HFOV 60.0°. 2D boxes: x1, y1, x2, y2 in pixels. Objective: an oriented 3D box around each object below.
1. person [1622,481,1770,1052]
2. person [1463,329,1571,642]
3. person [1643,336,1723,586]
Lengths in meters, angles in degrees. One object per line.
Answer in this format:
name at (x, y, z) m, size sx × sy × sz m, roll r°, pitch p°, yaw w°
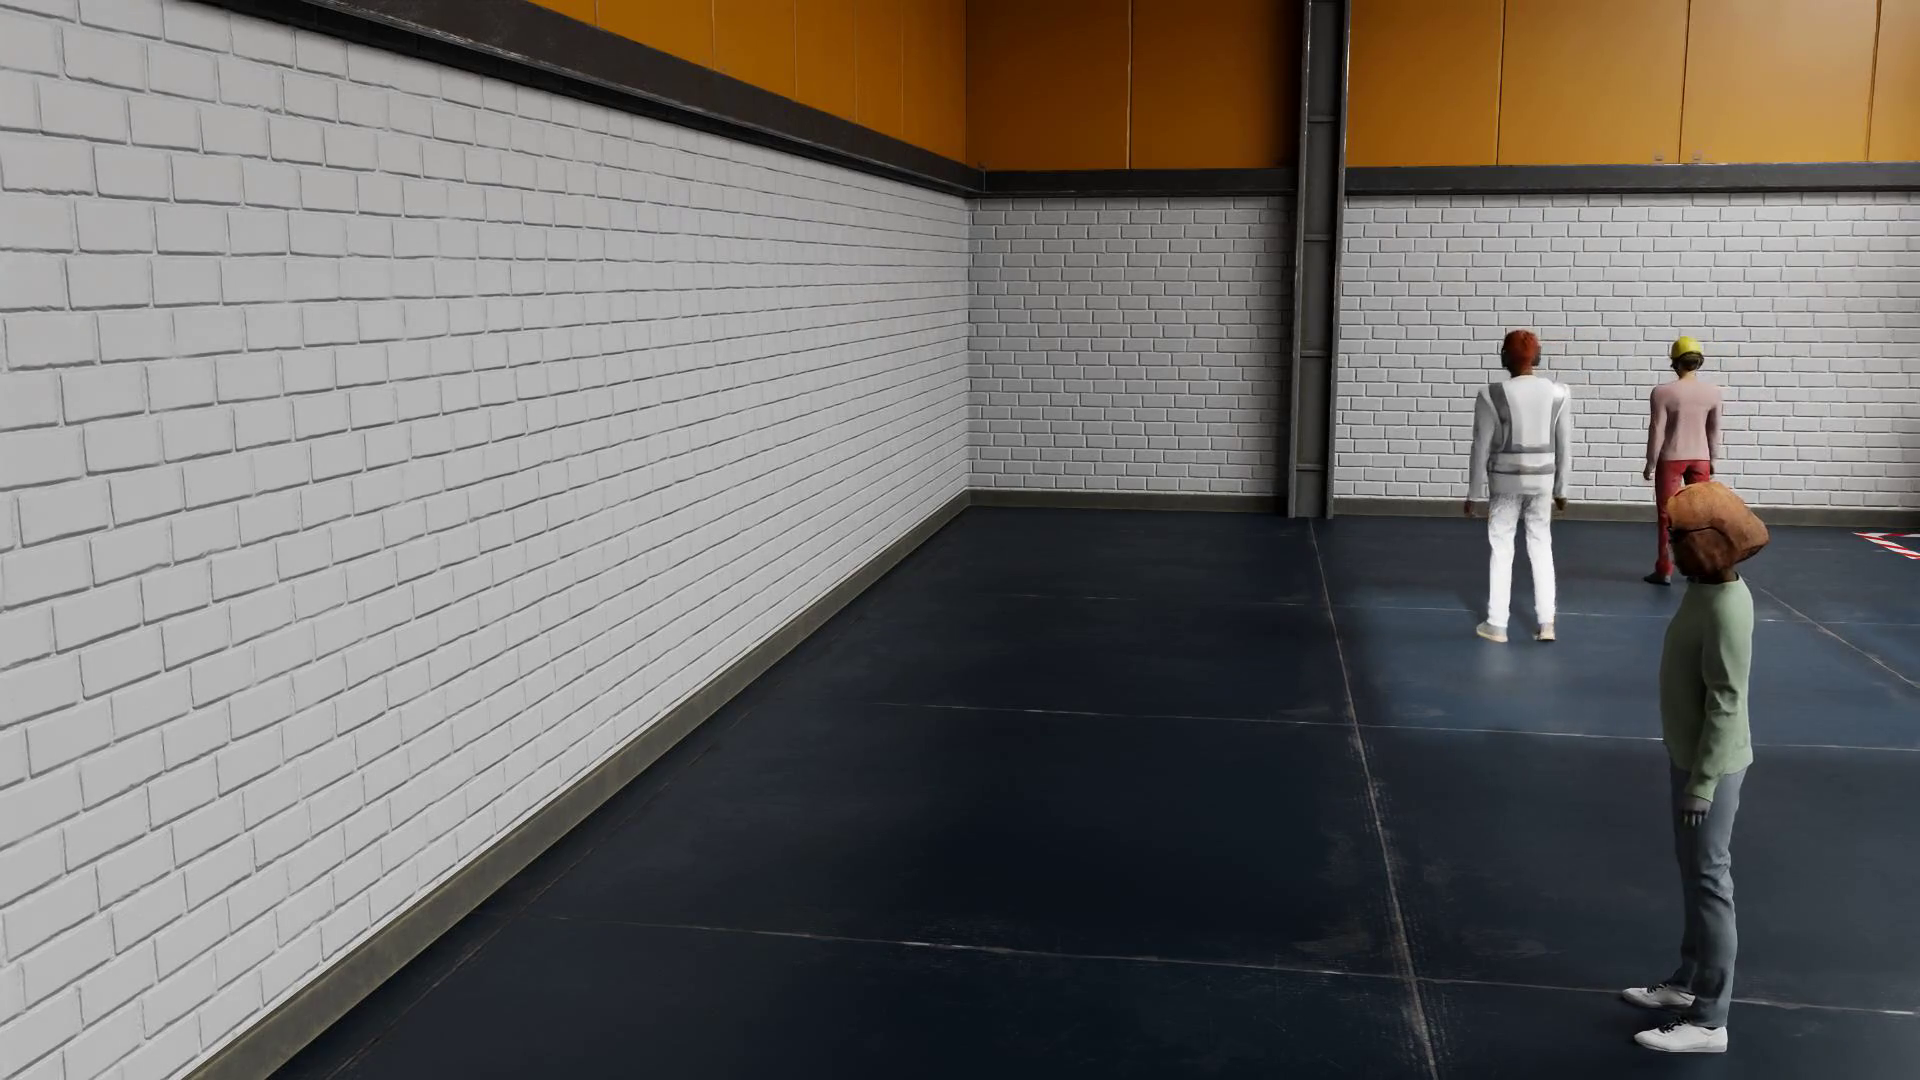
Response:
person at (2.104, 0.644, 4.749) m, size 0.283 × 1.633 × 0.498 m, roll 3°, pitch 10°, yaw 18°
person at (3.328, -0.313, 9.924) m, size 0.595 × 1.881 × 0.372 m, roll 0°, pitch 9°, yaw -2°
person at (5.108, -0.556, 11.790) m, size 0.533 × 1.765 × 0.330 m, roll 0°, pitch 9°, yaw -3°
